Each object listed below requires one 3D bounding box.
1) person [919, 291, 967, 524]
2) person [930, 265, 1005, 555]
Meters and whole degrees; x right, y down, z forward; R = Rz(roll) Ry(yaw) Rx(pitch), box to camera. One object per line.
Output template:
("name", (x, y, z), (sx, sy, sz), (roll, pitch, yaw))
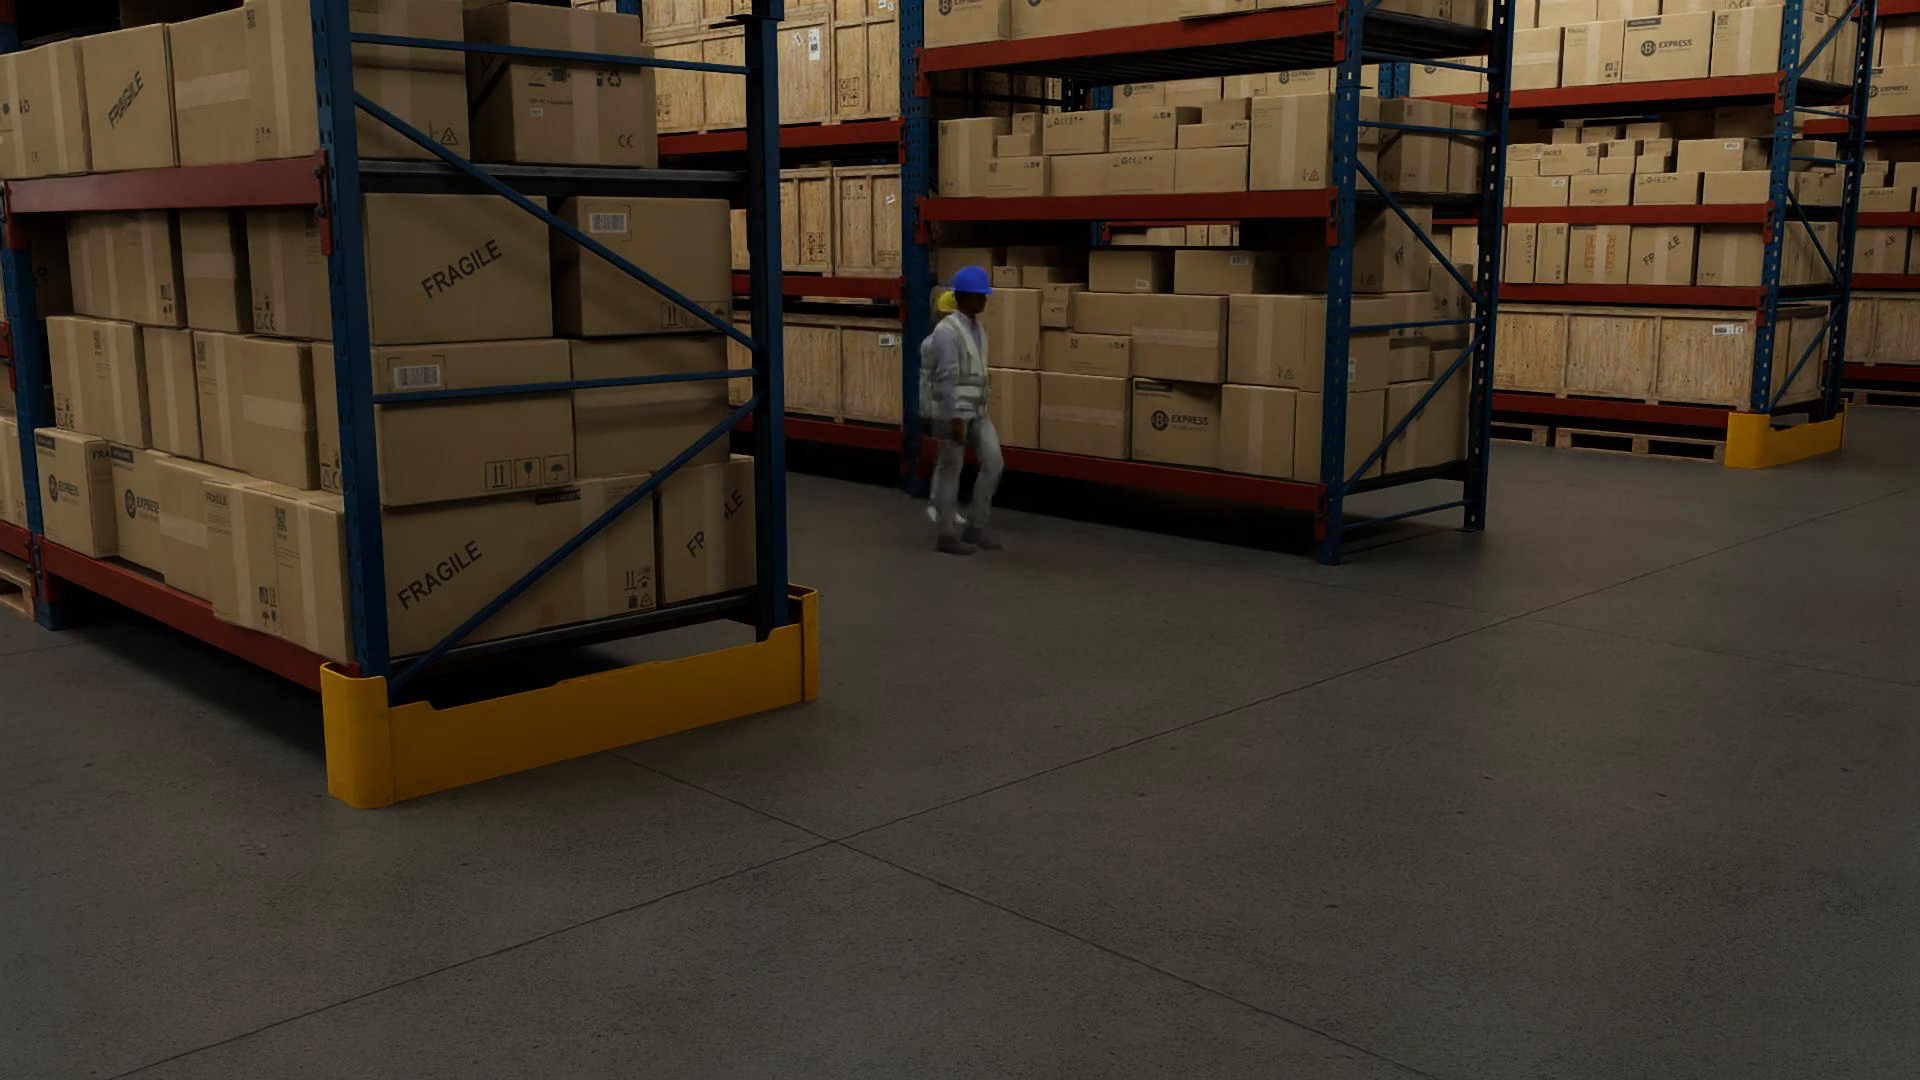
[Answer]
("person", (-0.048, -0.957, 12.221), (0.493, 1.732, 0.423), (-10, 14, -44))
("person", (0.062, -0.843, 11.030), (0.572, 1.925, 0.628), (6, 12, 31))
